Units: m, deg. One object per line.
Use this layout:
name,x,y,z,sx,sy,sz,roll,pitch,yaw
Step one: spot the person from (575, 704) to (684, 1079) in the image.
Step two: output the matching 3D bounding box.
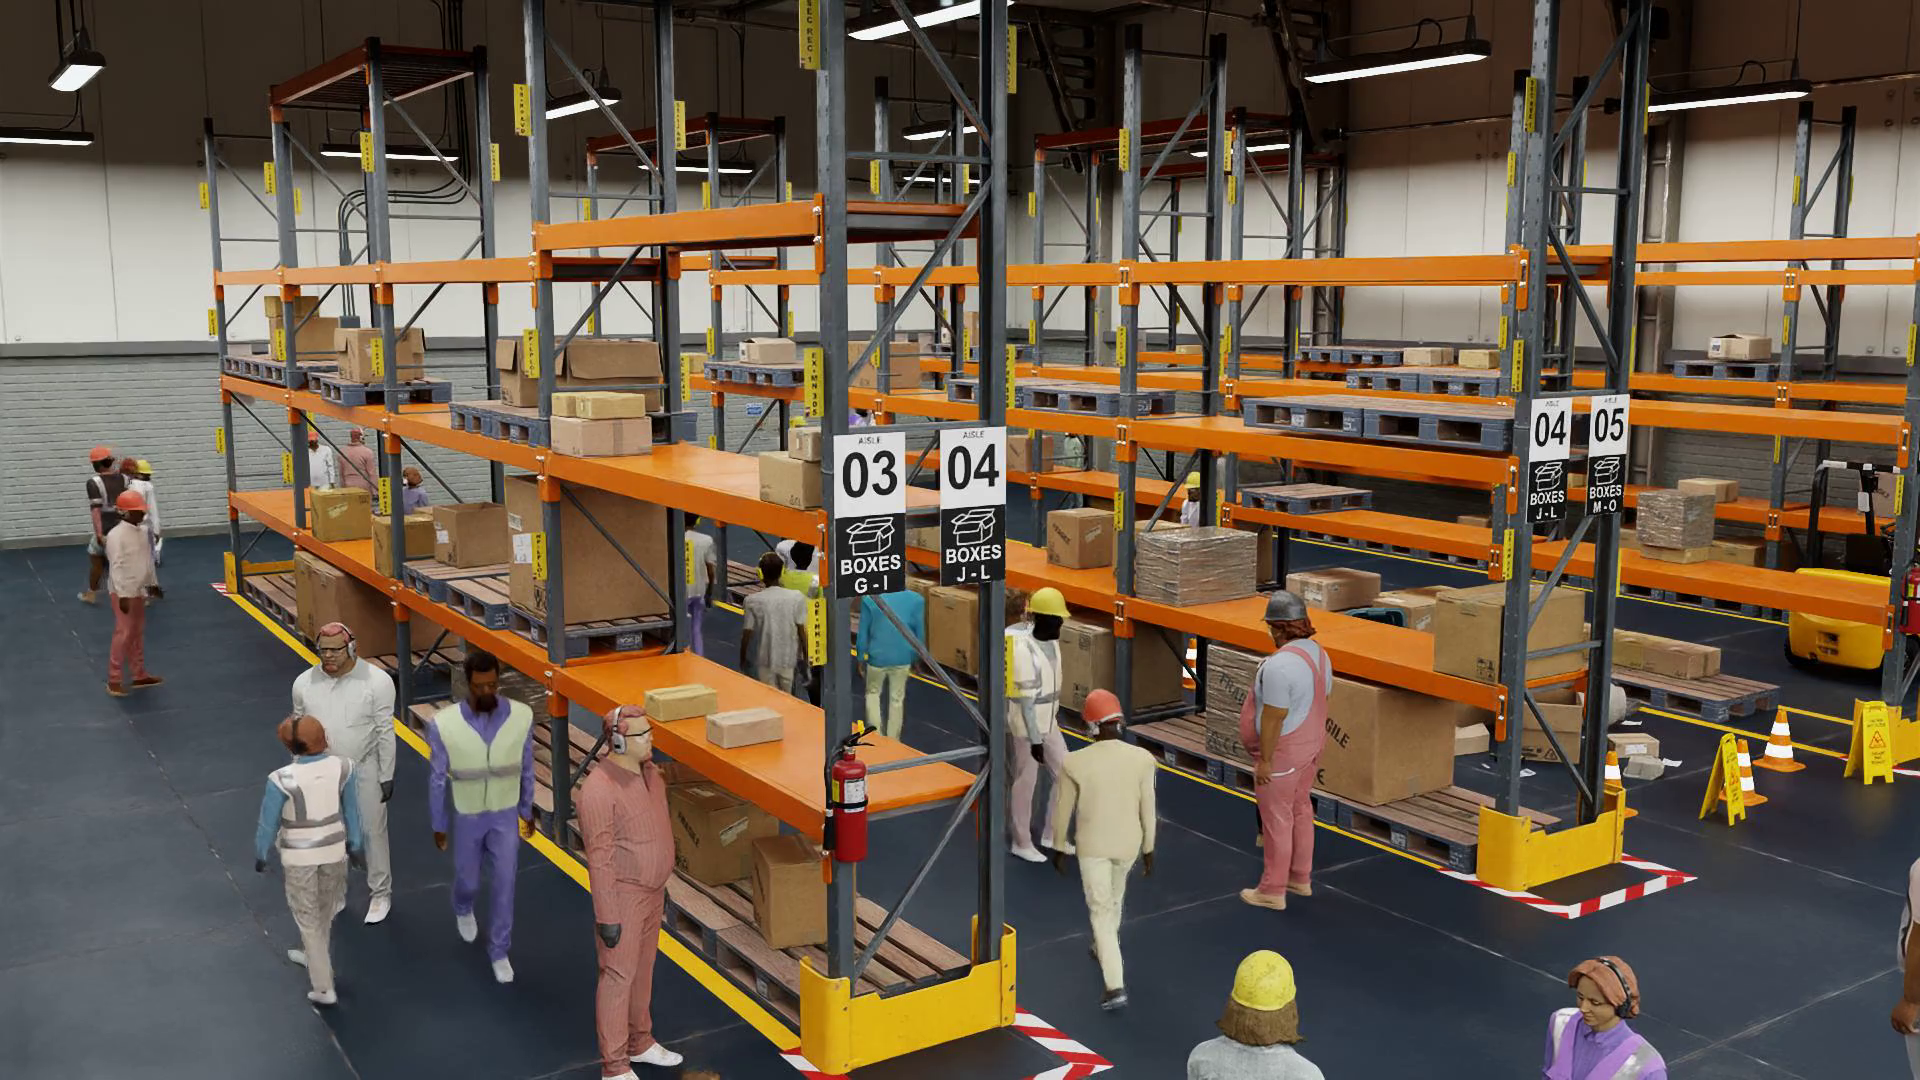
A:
person,-1.601,1.745,8.173,0.410,1.913,0.643,2,9,13

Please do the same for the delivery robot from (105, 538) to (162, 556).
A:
delivery robot,-11.600,0.098,23.323,0.477,0.478,0.707,8,12,42

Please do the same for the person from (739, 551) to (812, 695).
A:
person,-1.508,1.003,13.347,0.566,1.835,0.782,-3,9,-19

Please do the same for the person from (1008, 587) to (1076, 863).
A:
person,0.586,1.272,11.311,0.570,1.909,0.611,6,10,35

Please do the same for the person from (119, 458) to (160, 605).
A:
person,-10.392,-0.114,20.819,1.023,1.819,0.616,7,11,40

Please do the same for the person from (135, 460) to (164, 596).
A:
person,-10.462,-0.152,21.319,0.355,1.759,0.541,2,9,12

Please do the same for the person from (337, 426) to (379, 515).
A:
person,-8.875,-0.730,24.667,0.648,1.907,0.409,3,9,19

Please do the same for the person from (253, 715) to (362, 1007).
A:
person,-3.653,1.740,9.213,0.746,1.601,0.535,6,11,36

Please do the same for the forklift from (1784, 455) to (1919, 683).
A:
forklift,9.643,0.253,17.172,2.313,2.155,1.214,-6,10,-33

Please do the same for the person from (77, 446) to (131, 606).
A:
person,-10.581,-0.163,20.577,0.978,2.000,0.615,4,10,27

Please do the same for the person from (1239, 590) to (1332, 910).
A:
person,2.058,1.310,10.642,0.535,2.000,0.686,7,11,37

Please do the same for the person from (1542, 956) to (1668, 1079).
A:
person,2.237,2.236,5.835,0.313,1.634,0.514,-4,9,-24

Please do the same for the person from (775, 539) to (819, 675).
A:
person,-1.685,0.506,17.052,0.580,1.709,0.850,-5,10,-32

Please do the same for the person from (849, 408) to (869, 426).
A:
person,-1.939,-1.711,31.581,0.432,1.798,0.791,-4,10,-27

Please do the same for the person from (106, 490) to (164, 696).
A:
person,-8.065,0.497,16.237,0.480,1.992,0.767,0,9,-2

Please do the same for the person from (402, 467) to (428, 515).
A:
person,-7.113,-0.140,21.647,0.500,1.633,0.280,5,10,32

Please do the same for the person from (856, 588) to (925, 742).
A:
person,-0.588,0.969,13.951,0.581,1.721,0.452,-2,9,-11

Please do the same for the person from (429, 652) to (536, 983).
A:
person,-2.751,1.541,9.574,0.604,1.899,0.667,-4,10,-27

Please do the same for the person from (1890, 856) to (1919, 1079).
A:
person,4.205,1.859,6.986,0.674,2.000,0.535,-1,9,-9

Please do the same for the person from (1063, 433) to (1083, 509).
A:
person,1.972,-1.243,29.030,0.287,1.623,0.500,-5,10,-29

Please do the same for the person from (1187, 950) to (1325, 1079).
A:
person,1.000,2.217,5.580,0.484,1.745,0.298,4,10,27

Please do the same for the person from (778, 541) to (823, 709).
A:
person,-1.412,0.834,14.951,0.540,1.695,0.317,2,9,16

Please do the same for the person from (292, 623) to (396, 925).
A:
person,-3.801,1.441,10.266,0.635,1.900,0.397,0,9,-1

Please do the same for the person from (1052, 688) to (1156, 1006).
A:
person,0.819,1.686,9.260,0.572,1.712,0.900,-2,9,-14

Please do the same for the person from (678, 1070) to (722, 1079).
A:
person,-0.745,2.313,4.747,0.453,1.803,0.600,3,9,19

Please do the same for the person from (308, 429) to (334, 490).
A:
person,-10.297,-0.932,26.580,0.574,1.738,0.352,-4,9,-23
